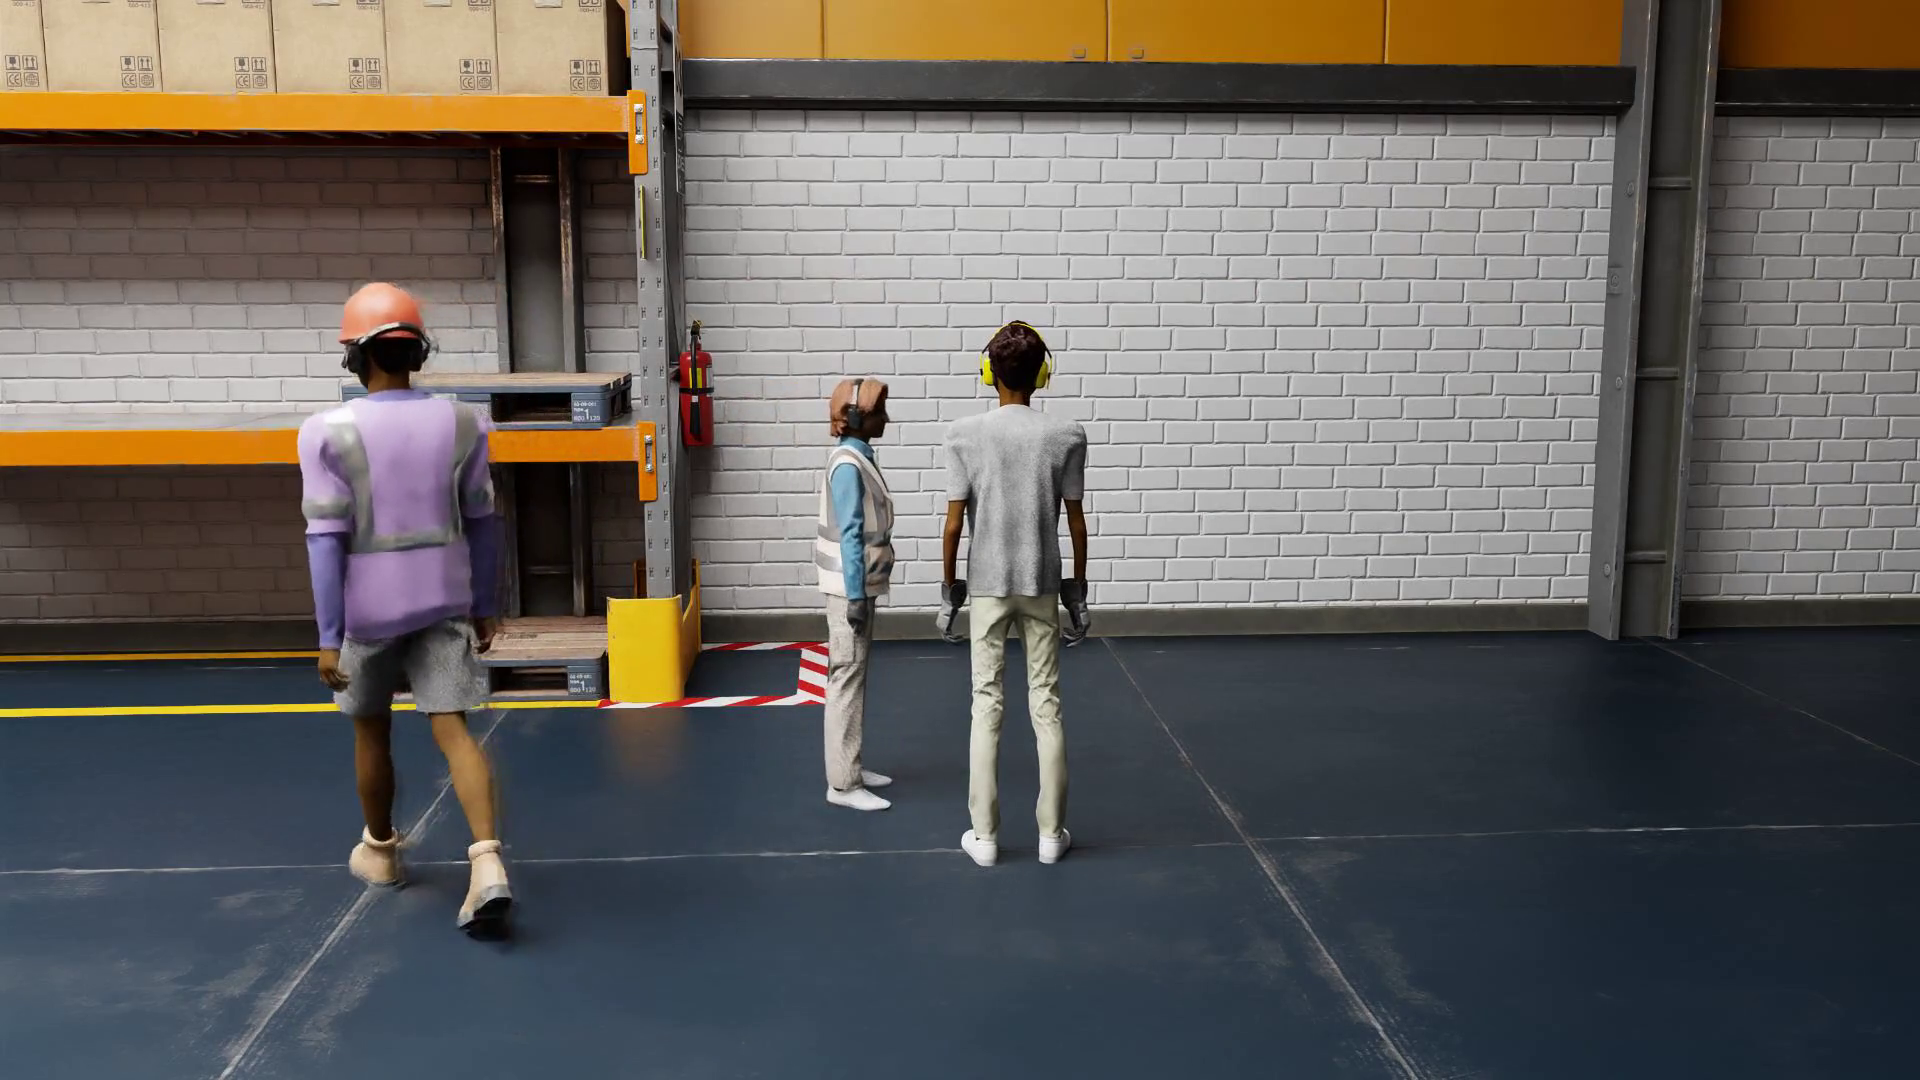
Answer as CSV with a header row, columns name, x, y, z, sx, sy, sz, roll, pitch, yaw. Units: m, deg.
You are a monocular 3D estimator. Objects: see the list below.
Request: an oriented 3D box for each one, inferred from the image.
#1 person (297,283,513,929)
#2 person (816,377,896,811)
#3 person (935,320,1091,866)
name,x,y,z,sx,sy,sz,roll,pitch,yaw
person,-1.702,0.206,5.195,0.627,2.011,1.000,-7,12,-38
person,-0.396,0.200,6.361,0.310,1.638,0.522,0,9,0
person,0.183,0.189,5.710,0.537,1.869,0.314,-1,9,-4
